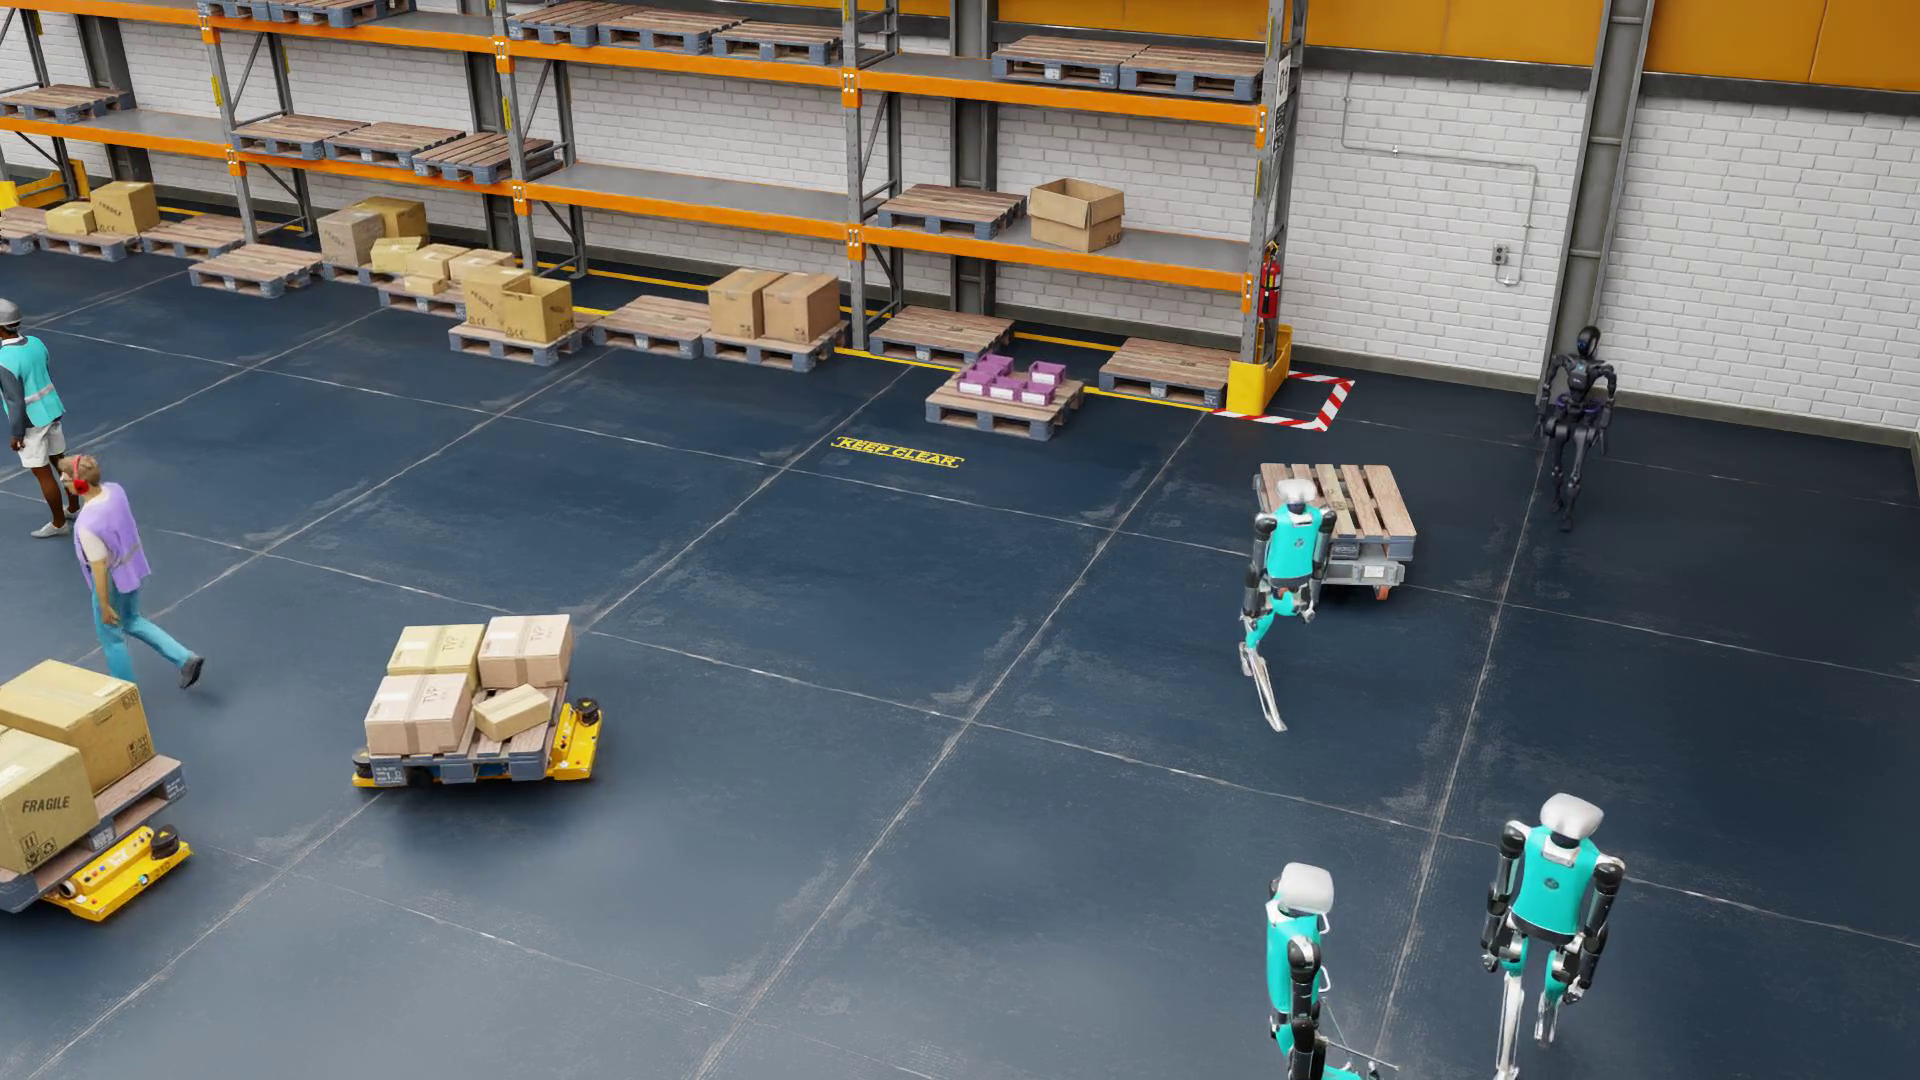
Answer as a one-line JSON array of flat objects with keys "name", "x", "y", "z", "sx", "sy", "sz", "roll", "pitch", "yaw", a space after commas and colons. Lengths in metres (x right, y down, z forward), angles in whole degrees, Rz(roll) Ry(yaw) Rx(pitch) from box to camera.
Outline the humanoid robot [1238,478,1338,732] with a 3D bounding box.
[{"name": "humanoid robot", "x": 1.974, "y": 0.281, "z": 10.830, "sx": 0.530, "sy": 1.772, "sz": 0.996, "roll": -7, "pitch": 28, "yaw": -13}]

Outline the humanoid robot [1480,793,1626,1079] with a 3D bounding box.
[{"name": "humanoid robot", "x": 2.775, "y": 1.873, "z": 7.803, "sx": 0.550, "sy": 1.882, "sz": 0.794, "roll": 17, "pitch": 32, "yaw": 29}]

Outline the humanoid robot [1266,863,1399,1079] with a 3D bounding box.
[{"name": "humanoid robot", "x": 1.707, "y": 2.155, "z": 7.194, "sx": 1.004, "sy": 1.776, "sz": 0.530, "roll": 0, "pitch": 27, "yaw": -1}]

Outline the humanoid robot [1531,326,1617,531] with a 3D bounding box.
[{"name": "humanoid robot", "x": 4.842, "y": -0.911, "z": 13.181, "sx": 0.609, "sy": 1.633, "sz": 0.638, "roll": 17, "pitch": 32, "yaw": 29}]

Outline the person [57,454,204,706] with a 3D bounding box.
[{"name": "person", "x": -5.376, "y": 0.272, "z": 10.687, "sx": 0.640, "sy": 1.830, "sz": 0.586, "roll": -1, "pitch": 27, "yaw": -3}]

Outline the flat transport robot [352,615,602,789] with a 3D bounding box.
[{"name": "flat transport robot", "x": -3.018, "y": 1.275, "z": 10.460, "sx": 1.431, "sy": 0.231, "sz": 0.659, "roll": -2, "pitch": 27, "yaw": -4}]

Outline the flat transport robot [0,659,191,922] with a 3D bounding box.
[{"name": "flat transport robot", "x": -5.216, "y": 1.751, "z": 9.536, "sx": 1.431, "sy": 0.231, "sz": 0.659, "roll": 11, "pitch": 29, "yaw": 21}]

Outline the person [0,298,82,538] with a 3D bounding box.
[{"name": "person", "x": -7.192, "y": -0.948, "z": 12.947, "sx": 0.412, "sy": 1.939, "sz": 0.563, "roll": 1, "pitch": 27, "yaw": 2}]
